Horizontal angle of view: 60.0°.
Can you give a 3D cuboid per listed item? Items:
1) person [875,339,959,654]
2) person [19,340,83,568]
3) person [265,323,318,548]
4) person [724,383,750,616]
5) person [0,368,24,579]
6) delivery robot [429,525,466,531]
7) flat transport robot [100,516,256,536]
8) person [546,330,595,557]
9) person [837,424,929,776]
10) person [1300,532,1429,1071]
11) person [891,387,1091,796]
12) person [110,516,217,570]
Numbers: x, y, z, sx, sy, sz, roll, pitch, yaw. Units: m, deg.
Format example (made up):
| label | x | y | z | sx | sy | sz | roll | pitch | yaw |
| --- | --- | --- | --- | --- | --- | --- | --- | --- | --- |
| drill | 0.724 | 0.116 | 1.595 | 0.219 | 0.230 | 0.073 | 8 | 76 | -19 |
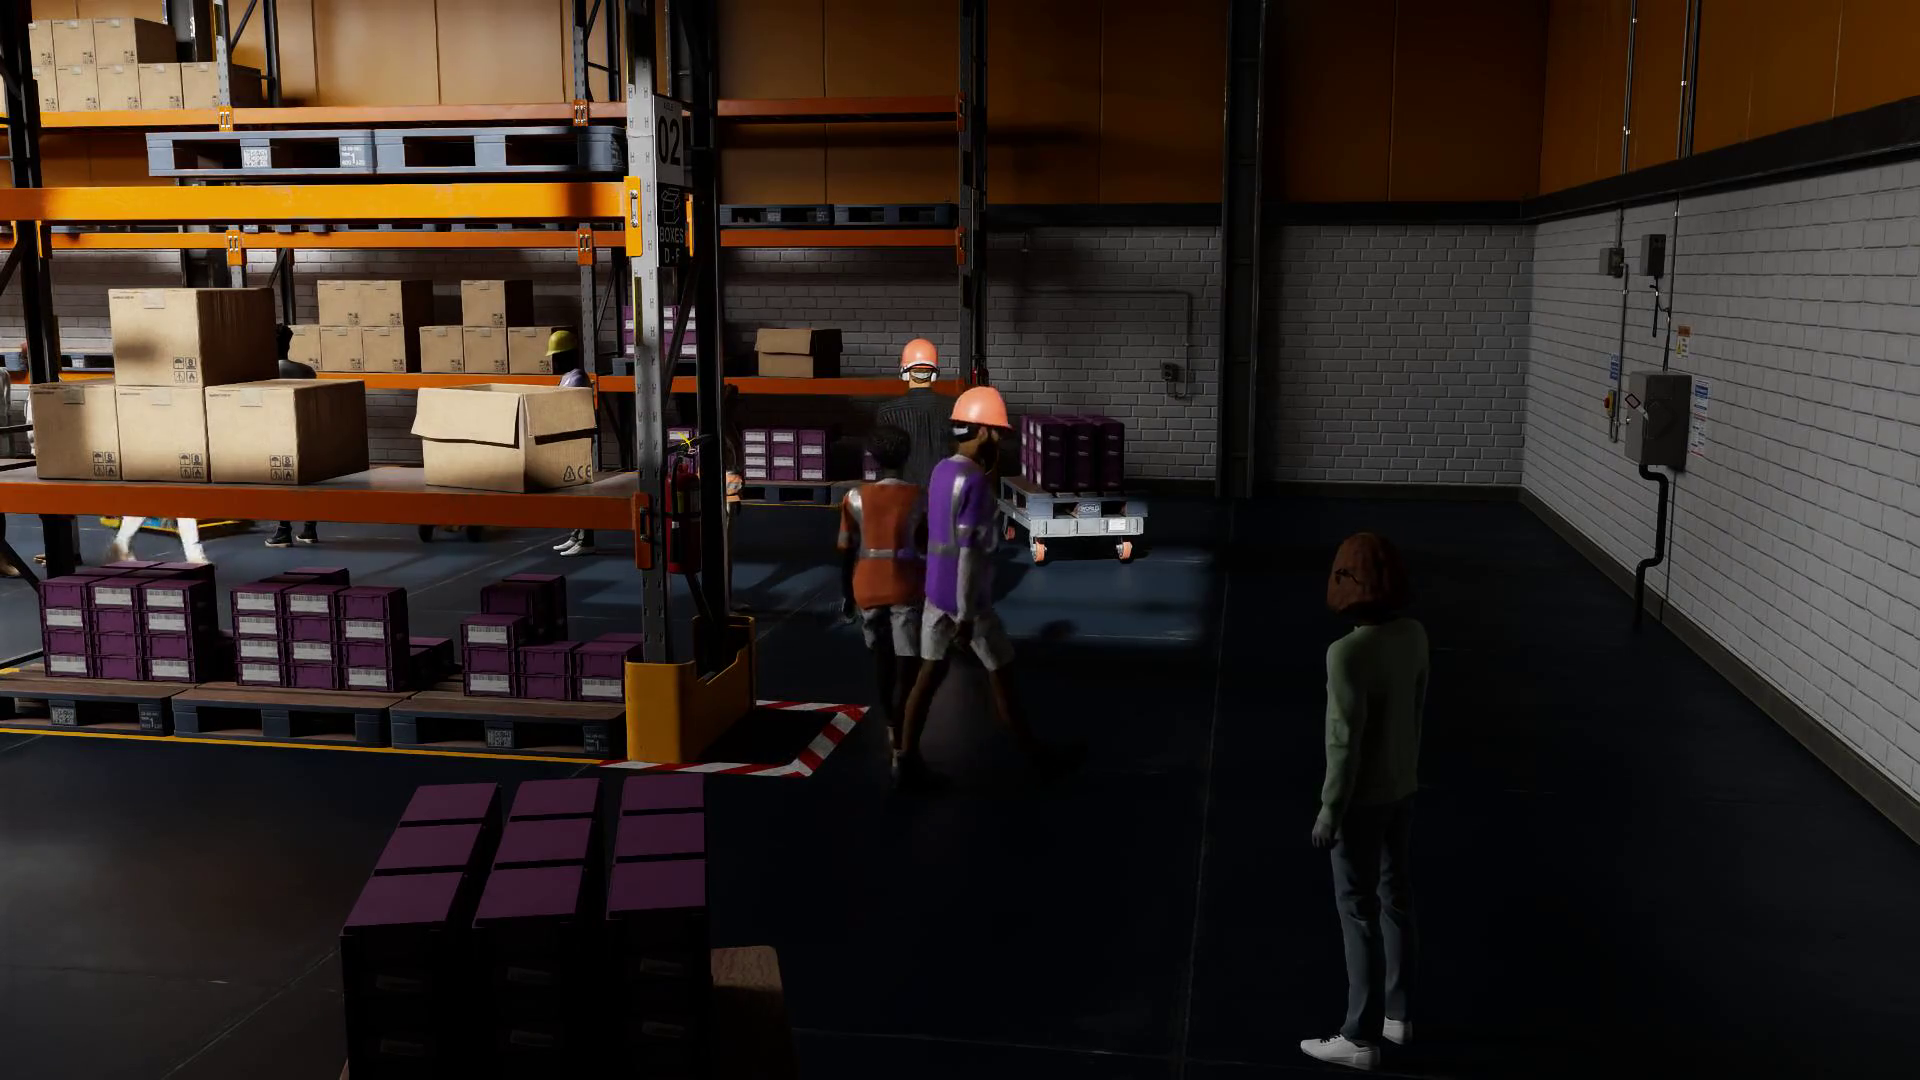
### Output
| label | x | y | z | sx | sy | sz | roll | pitch | yaw |
| --- | --- | --- | --- | --- | --- | --- | --- | --- | --- |
| person | -0.237 | -0.256 | 10.408 | 0.609 | 1.996 | 0.379 | -3 | 10 | -17 |
| person | -7.435 | -0.715 | 13.597 | 0.337 | 1.884 | 0.583 | -7 | 12 | -38 |
| person | -5.921 | -0.917 | 14.604 | 0.361 | 1.964 | 0.616 | 6 | 11 | 33 |
| person | -1.657 | -0.278 | 11.648 | 0.309 | 1.641 | 0.515 | 1 | 9 | 5 |
| person | -7.543 | -0.676 | 12.871 | 0.377 | 2.041 | 0.616 | 3 | 10 | 19 |
| delivery robot | -4.592 | -0.338 | 15.091 | 0.477 | 0.478 | 0.707 | -1 | 9 | -4 |
| flat transport robot | -7.321 | -0.224 | 15.547 | 1.431 | 0.197 | 0.652 | 6 | 11 | 32 |
| person | -3.301 | -0.817 | 14.136 | 0.378 | 1.918 | 0.585 | -3 | 10 | -21 |
| person | -0.260 | 0.270 | 8.114 | 0.598 | 1.667 | 0.677 | 3 | 10 | 20 |
| person | 1.237 | 0.786 | 5.067 | 0.277 | 1.631 | 0.507 | 8 | 12 | 42 |
| person | 0.110 | 0.239 | 7.671 | 0.969 | 1.881 | 0.545 | -4 | 10 | -25 |
| person | -6.495 | -0.645 | 13.418 | 0.895 | 1.812 | 0.618 | 4 | 10 | 24 |
